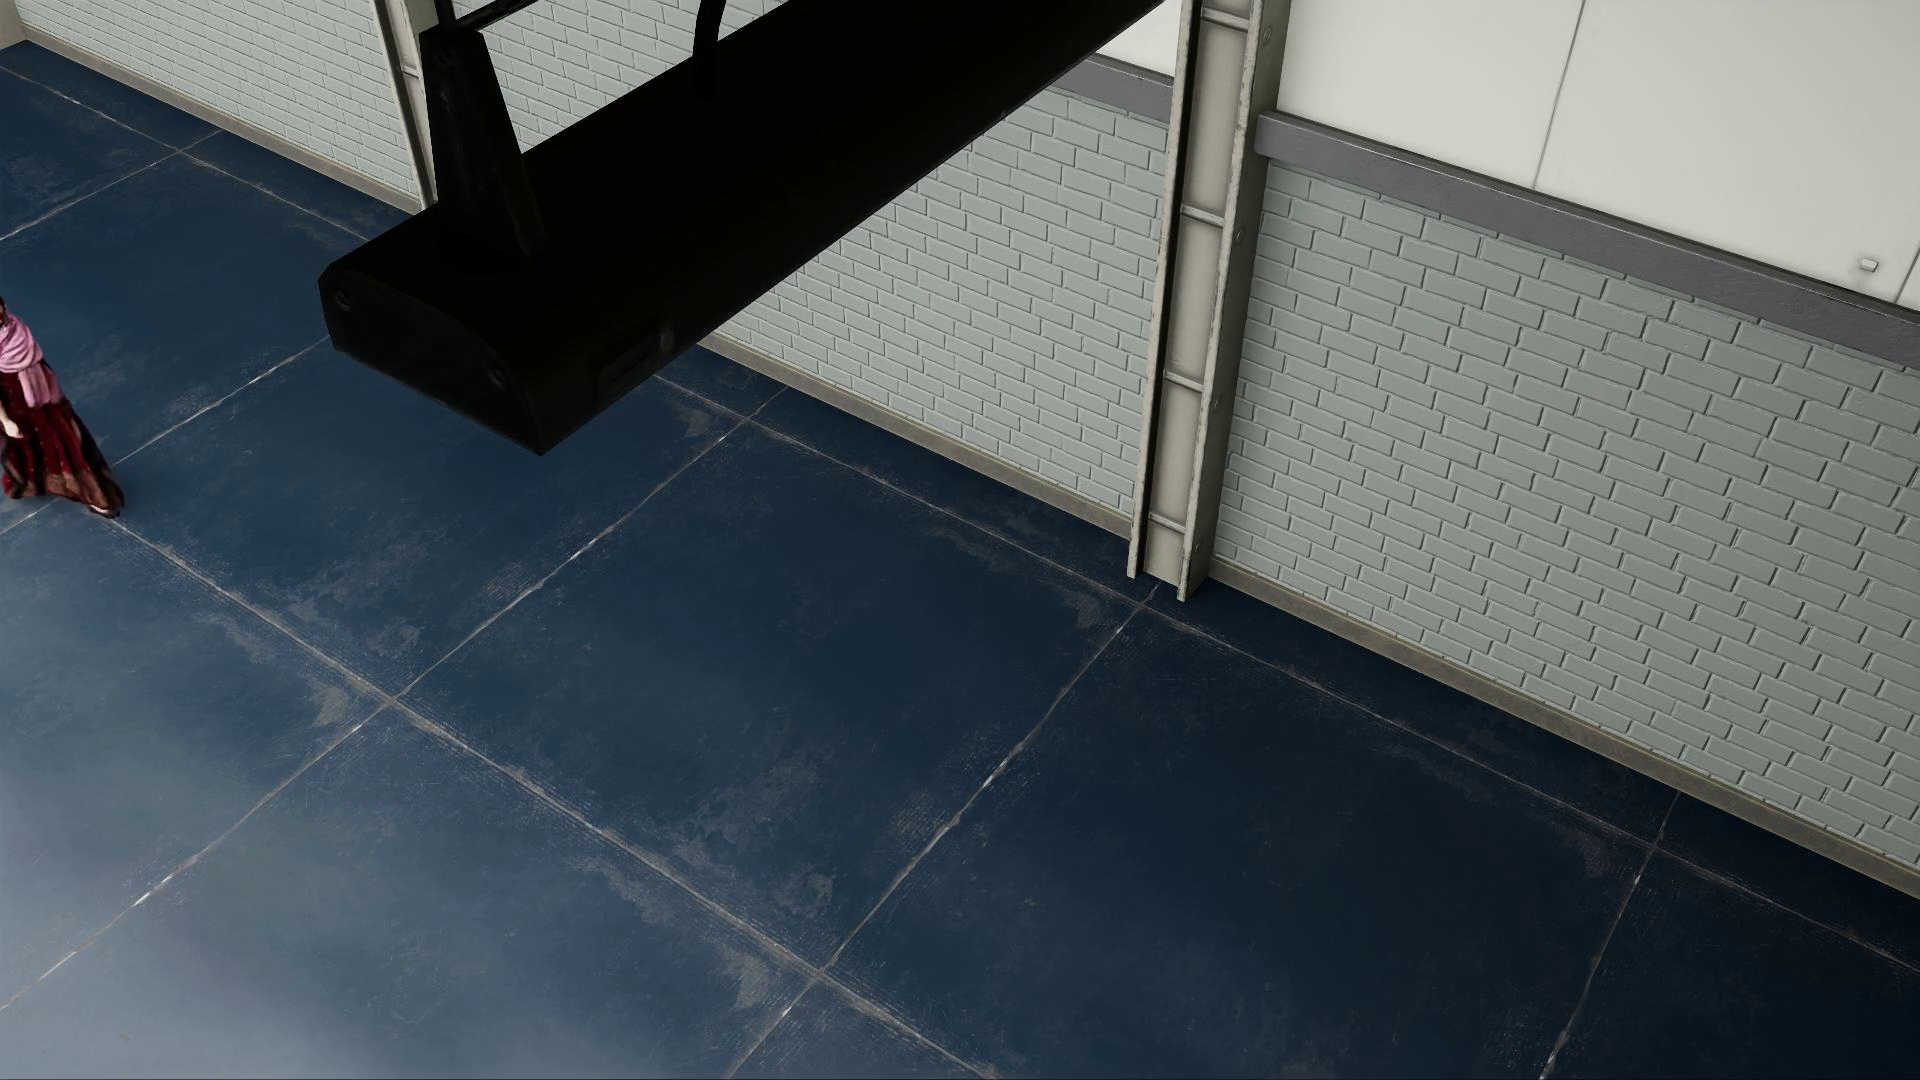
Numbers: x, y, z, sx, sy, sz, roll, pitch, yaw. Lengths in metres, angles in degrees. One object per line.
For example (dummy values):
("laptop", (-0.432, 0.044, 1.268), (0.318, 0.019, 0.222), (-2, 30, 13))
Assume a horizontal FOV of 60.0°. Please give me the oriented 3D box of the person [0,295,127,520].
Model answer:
("person", (-5.552, -0.802, 9.762), (1.077, 1.604, 0.739), (20, 47, 20))
